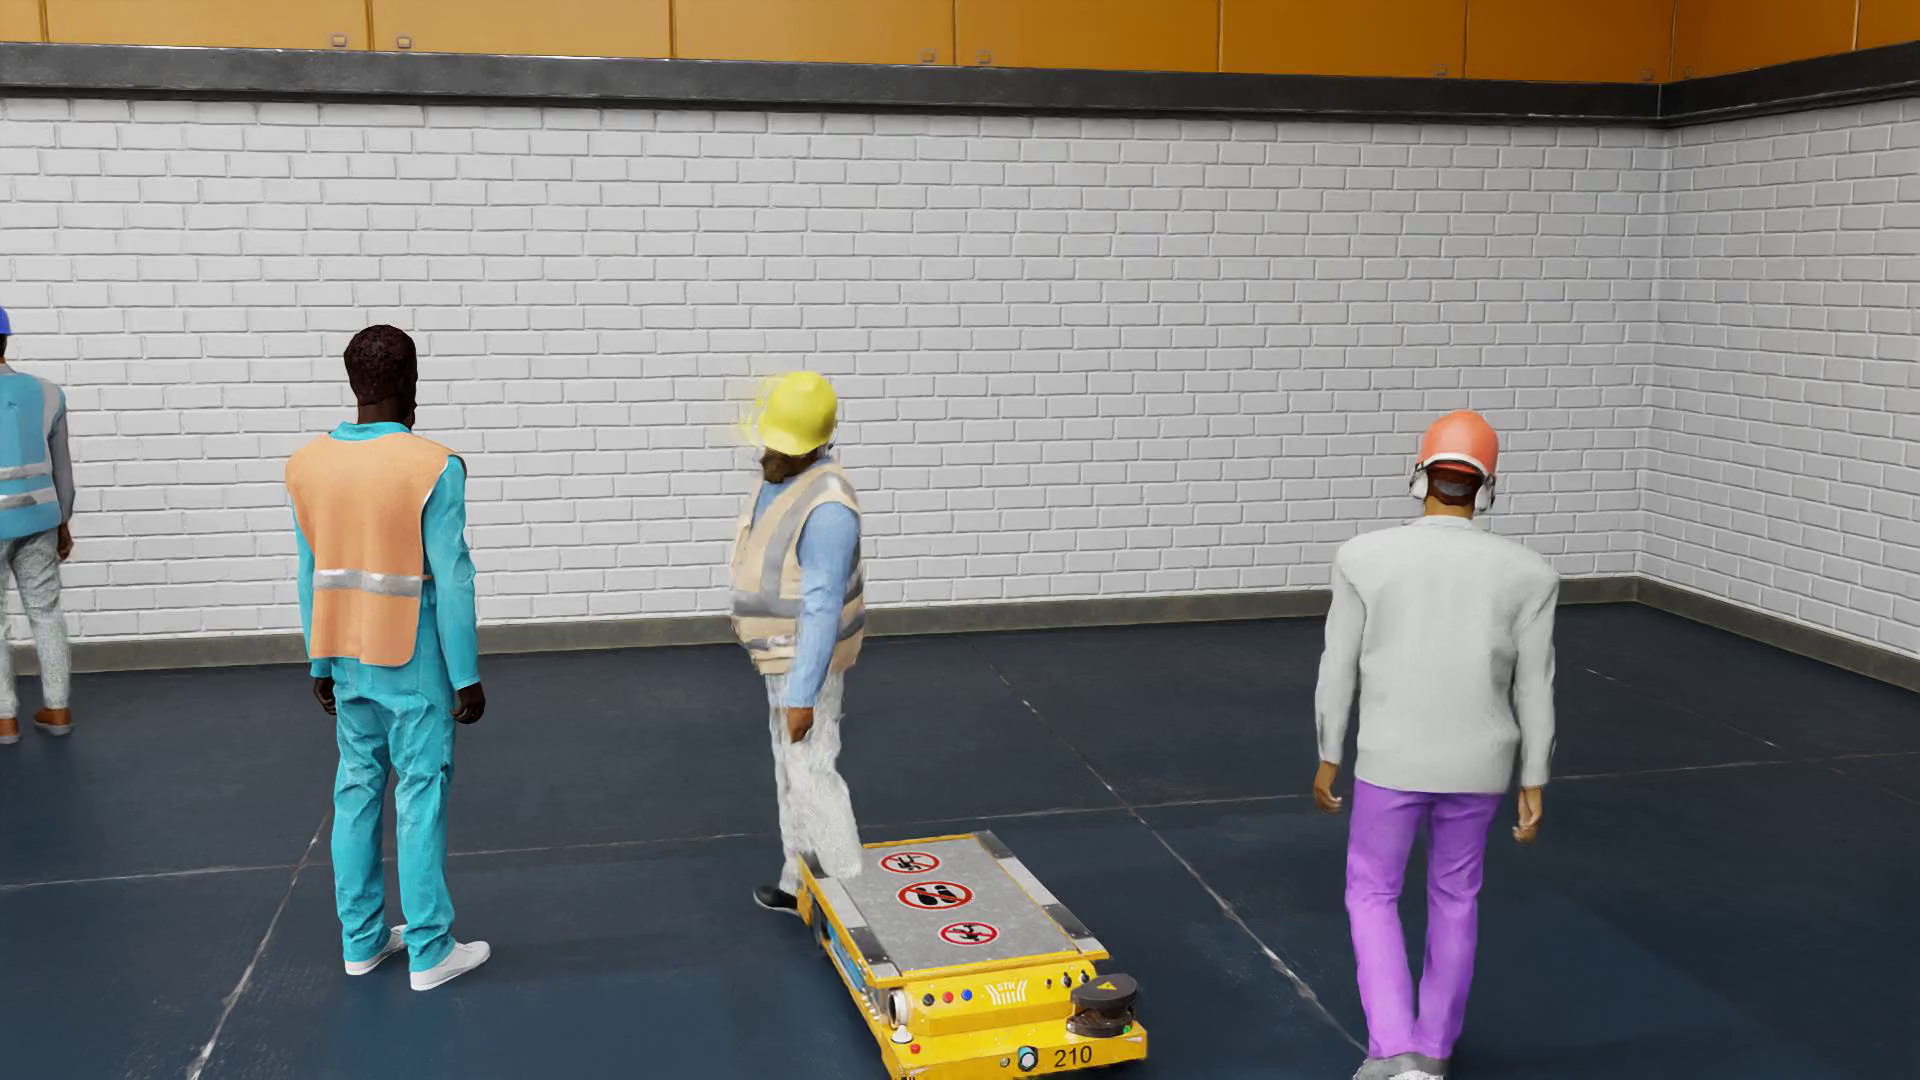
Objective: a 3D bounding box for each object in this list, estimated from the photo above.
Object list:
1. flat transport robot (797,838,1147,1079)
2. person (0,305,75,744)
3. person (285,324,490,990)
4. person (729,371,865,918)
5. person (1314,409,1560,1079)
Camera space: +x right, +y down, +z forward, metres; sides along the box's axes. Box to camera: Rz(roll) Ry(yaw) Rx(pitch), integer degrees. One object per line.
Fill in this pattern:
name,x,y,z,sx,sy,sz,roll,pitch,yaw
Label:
flat transport robot,-0.040,1.152,4.839,0.652,0.197,1.431,-3,10,-17
person,-4.157,-0.076,7.240,0.403,1.946,0.624,5,11,28
person,-1.647,0.344,4.788,0.587,1.911,0.397,4,10,21
person,-0.495,0.364,5.095,0.406,1.780,0.658,-3,10,-17
person,1.184,0.546,4.125,0.581,1.722,0.631,1,9,5
